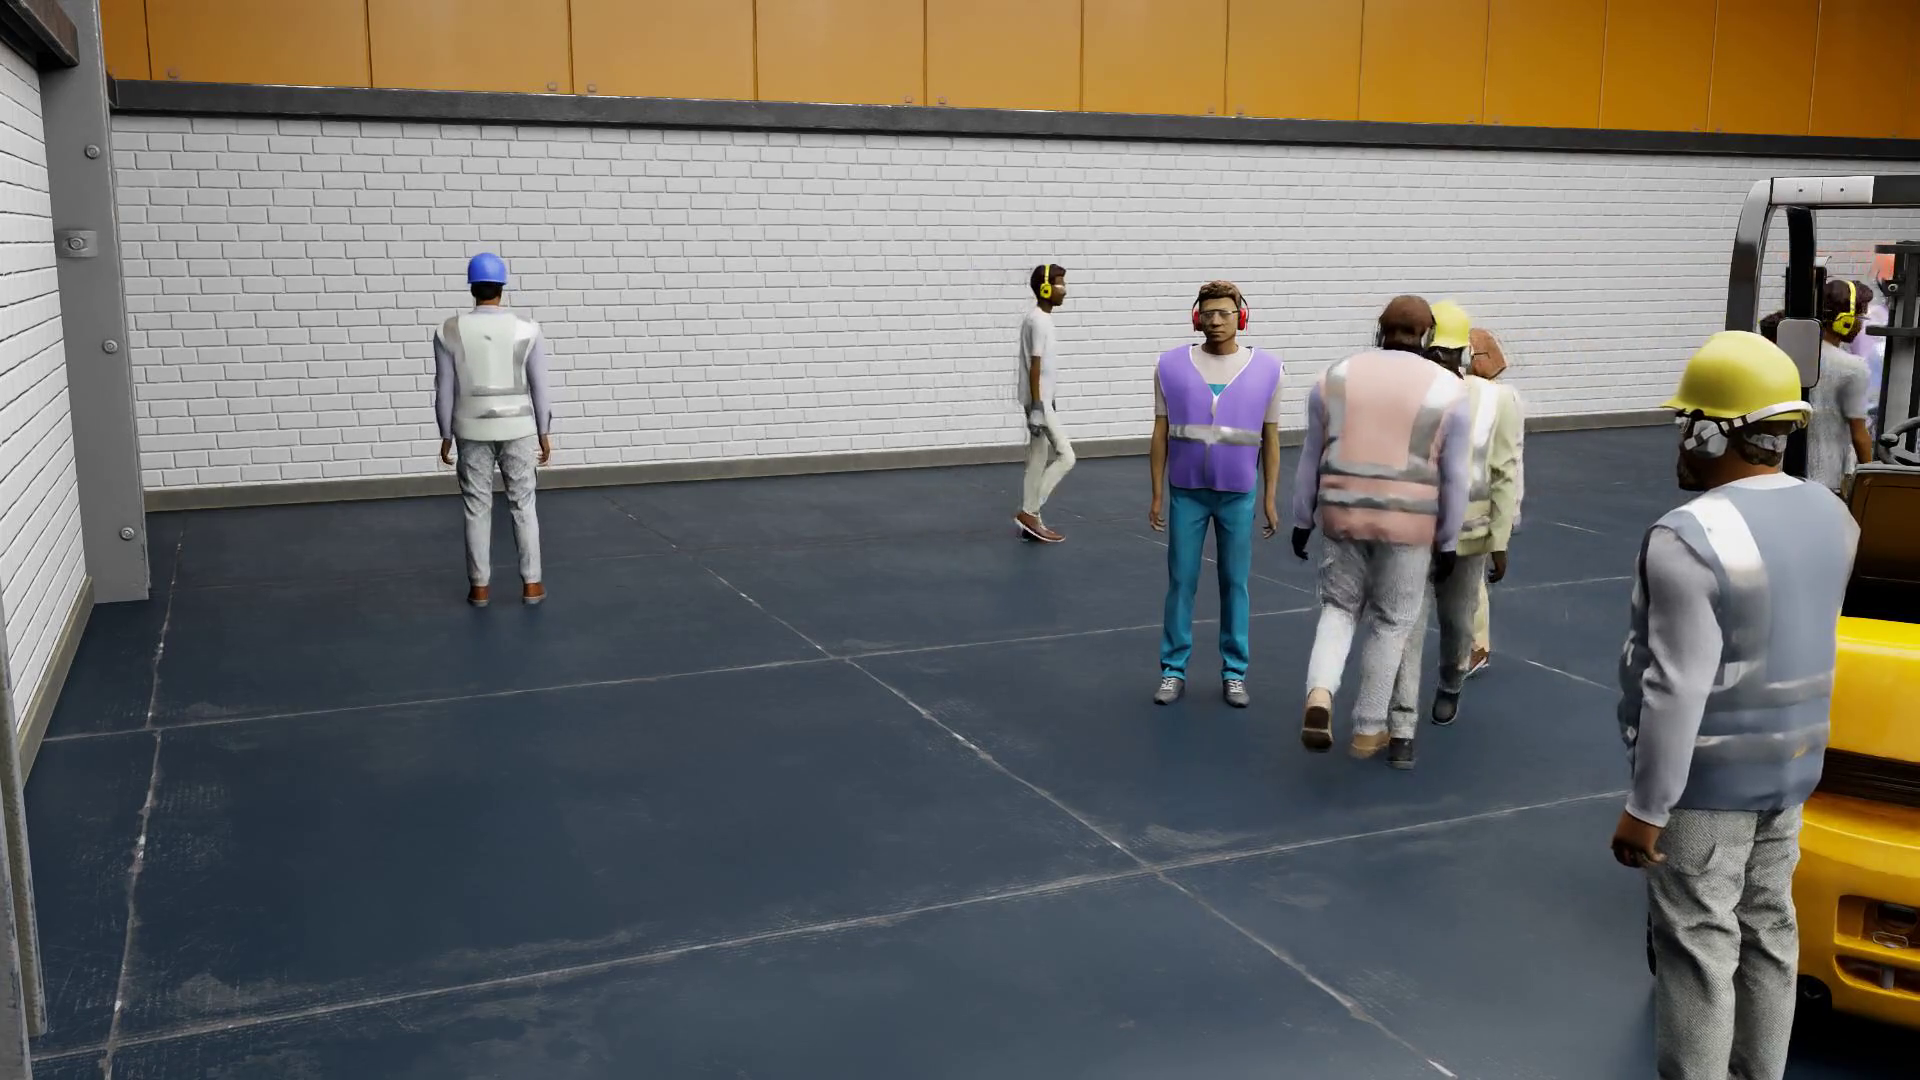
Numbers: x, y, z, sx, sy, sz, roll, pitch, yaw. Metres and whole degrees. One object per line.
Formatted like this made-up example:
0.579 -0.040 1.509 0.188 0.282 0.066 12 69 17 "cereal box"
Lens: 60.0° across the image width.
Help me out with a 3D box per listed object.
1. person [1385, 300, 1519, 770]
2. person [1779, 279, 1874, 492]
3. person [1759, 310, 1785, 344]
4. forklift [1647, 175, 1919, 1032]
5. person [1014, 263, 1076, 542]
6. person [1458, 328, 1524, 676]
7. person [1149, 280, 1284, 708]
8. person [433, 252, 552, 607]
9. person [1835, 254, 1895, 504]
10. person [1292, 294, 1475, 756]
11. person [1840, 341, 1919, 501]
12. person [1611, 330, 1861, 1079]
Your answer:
1.903 -0.056 6.615 0.584 1.797 0.895 4 11 19 "person"
3.905 -0.249 7.540 0.846 1.833 0.536 -4 11 -19 "person"
4.156 -0.338 8.484 0.407 1.662 0.619 0 10 -1 "person"
2.810 0.094 4.662 1.214 2.155 2.313 7 12 34 "forklift"
0.578 -0.893 11.027 0.397 1.854 0.559 0 10 -1 "person"
2.332 -0.164 7.674 0.504 1.615 0.526 -5 11 -25 "person"
1.105 -0.198 7.226 0.563 1.847 0.389 2 10 10 "person"
-2.566 -0.602 9.179 0.614 1.943 0.409 -3 11 -15 "person"
5.081 -0.591 8.978 0.622 1.987 0.940 -4 11 -23 "person"
1.599 -0.025 6.373 0.672 1.814 0.566 6 12 28 "person"
4.598 -0.357 8.033 1.036 1.875 0.558 -9 14 -42 "person"
1.596 0.481 3.523 0.591 1.834 0.404 -7 12 -32 "person"
